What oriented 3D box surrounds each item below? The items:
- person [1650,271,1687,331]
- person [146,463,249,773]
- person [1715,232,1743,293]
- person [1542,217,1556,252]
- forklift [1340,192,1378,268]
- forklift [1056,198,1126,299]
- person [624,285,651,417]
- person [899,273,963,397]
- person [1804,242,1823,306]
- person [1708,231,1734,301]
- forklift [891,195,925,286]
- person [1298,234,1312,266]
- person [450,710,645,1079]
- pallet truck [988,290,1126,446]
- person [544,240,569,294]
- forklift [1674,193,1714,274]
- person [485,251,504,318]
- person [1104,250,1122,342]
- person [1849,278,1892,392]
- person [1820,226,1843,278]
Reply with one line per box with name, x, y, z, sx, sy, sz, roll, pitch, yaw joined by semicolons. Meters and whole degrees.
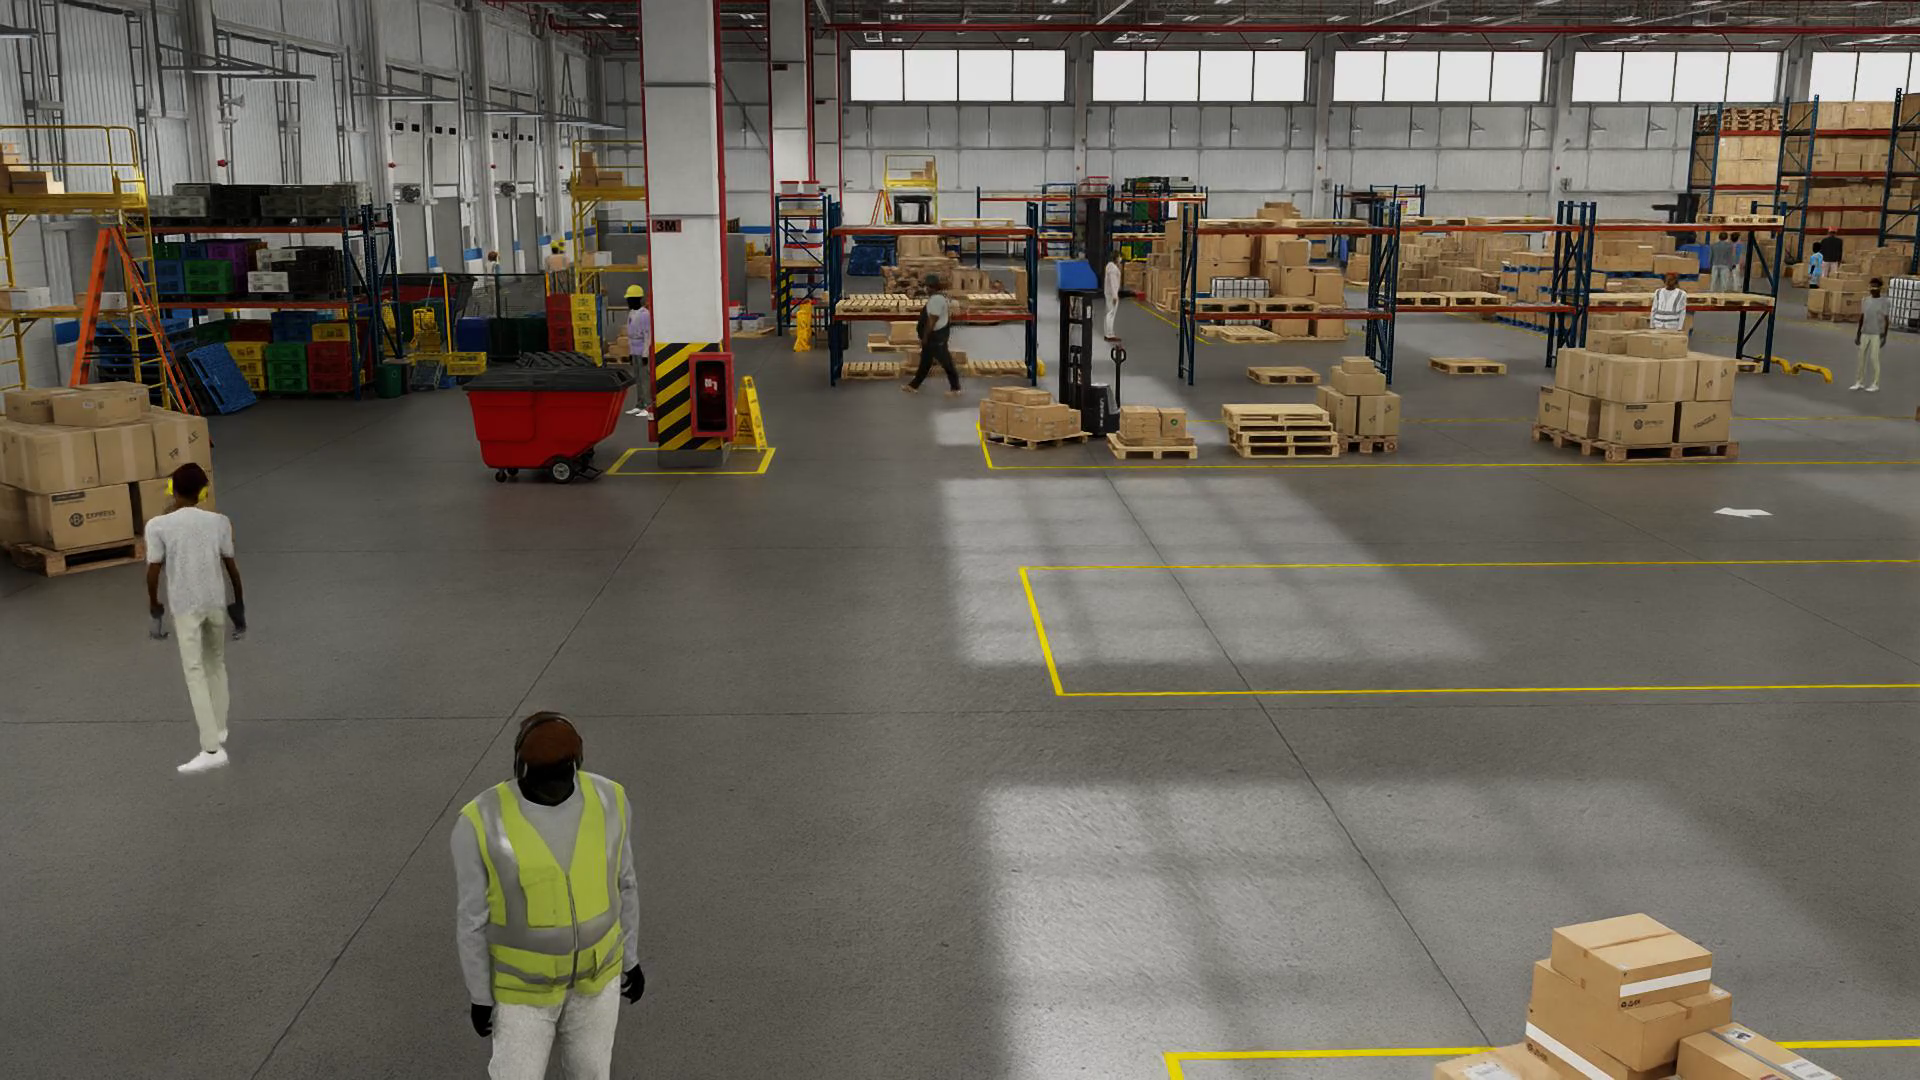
person;12.110;-3.661;28.517;0.576;1.885;0.355;12;17;43
person;-4.642;0.457;10.122;0.806;1.820;0.574;11;17;41
person;22.537;-8.115;48.766;0.756;1.819;0.654;0;12;-1
person;21.428;-10.757;60.422;0.552;1.942;0.340;12;17;43
forklift;14.659;-11.270;60.605;1.129;2.768;1.873;0;12;-2
forklift;3.703;-8.210;46.787;1.873;2.768;1.129;0;12;-2
person;-4.713;-2.773;24.407;0.373;1.928;0.584;-8;15;-32
person;-0.428;-3.288;26.476;1.039;2.000;0.697;-1;13;-4
person;22.871;-7.112;44.528;0.541;1.695;0.316;-12;17;-42
person;21.105;-7.597;46.165;0.635;1.939;0.362;8;15;33
forklift;-1.569;-9.445;52.366;1.129;2.768;1.873;-2;13;-9
person;9.716;-7.867;47.382;0.628;1.940;0.377;-8;15;-31
person;-1.343;1.452;5.545;0.621;1.838;0.429;-8;15;-33
pallet truck;1.257;-2.299;22.111;1.885;1.965;0.823;-9;15;-35
person;-9.829;-6.355;40.620;0.610;1.910;0.505;-5;14;-23
forklift;24.905;-10.475;57.016;1.129;2.768;1.873;-9;16;-37
person;-11.462;-6.266;40.864;0.519;1.633;0.313;10;16;38
person;3.226;-5.160;35.162;0.369;1.938;0.630;-1;13;-3
person;14.922;-3.357;27.216;0.319;1.857;0.527;-7;14;-29
person;25.454;-8.179;48.661;0.610;1.996;0.386;4;13;18
